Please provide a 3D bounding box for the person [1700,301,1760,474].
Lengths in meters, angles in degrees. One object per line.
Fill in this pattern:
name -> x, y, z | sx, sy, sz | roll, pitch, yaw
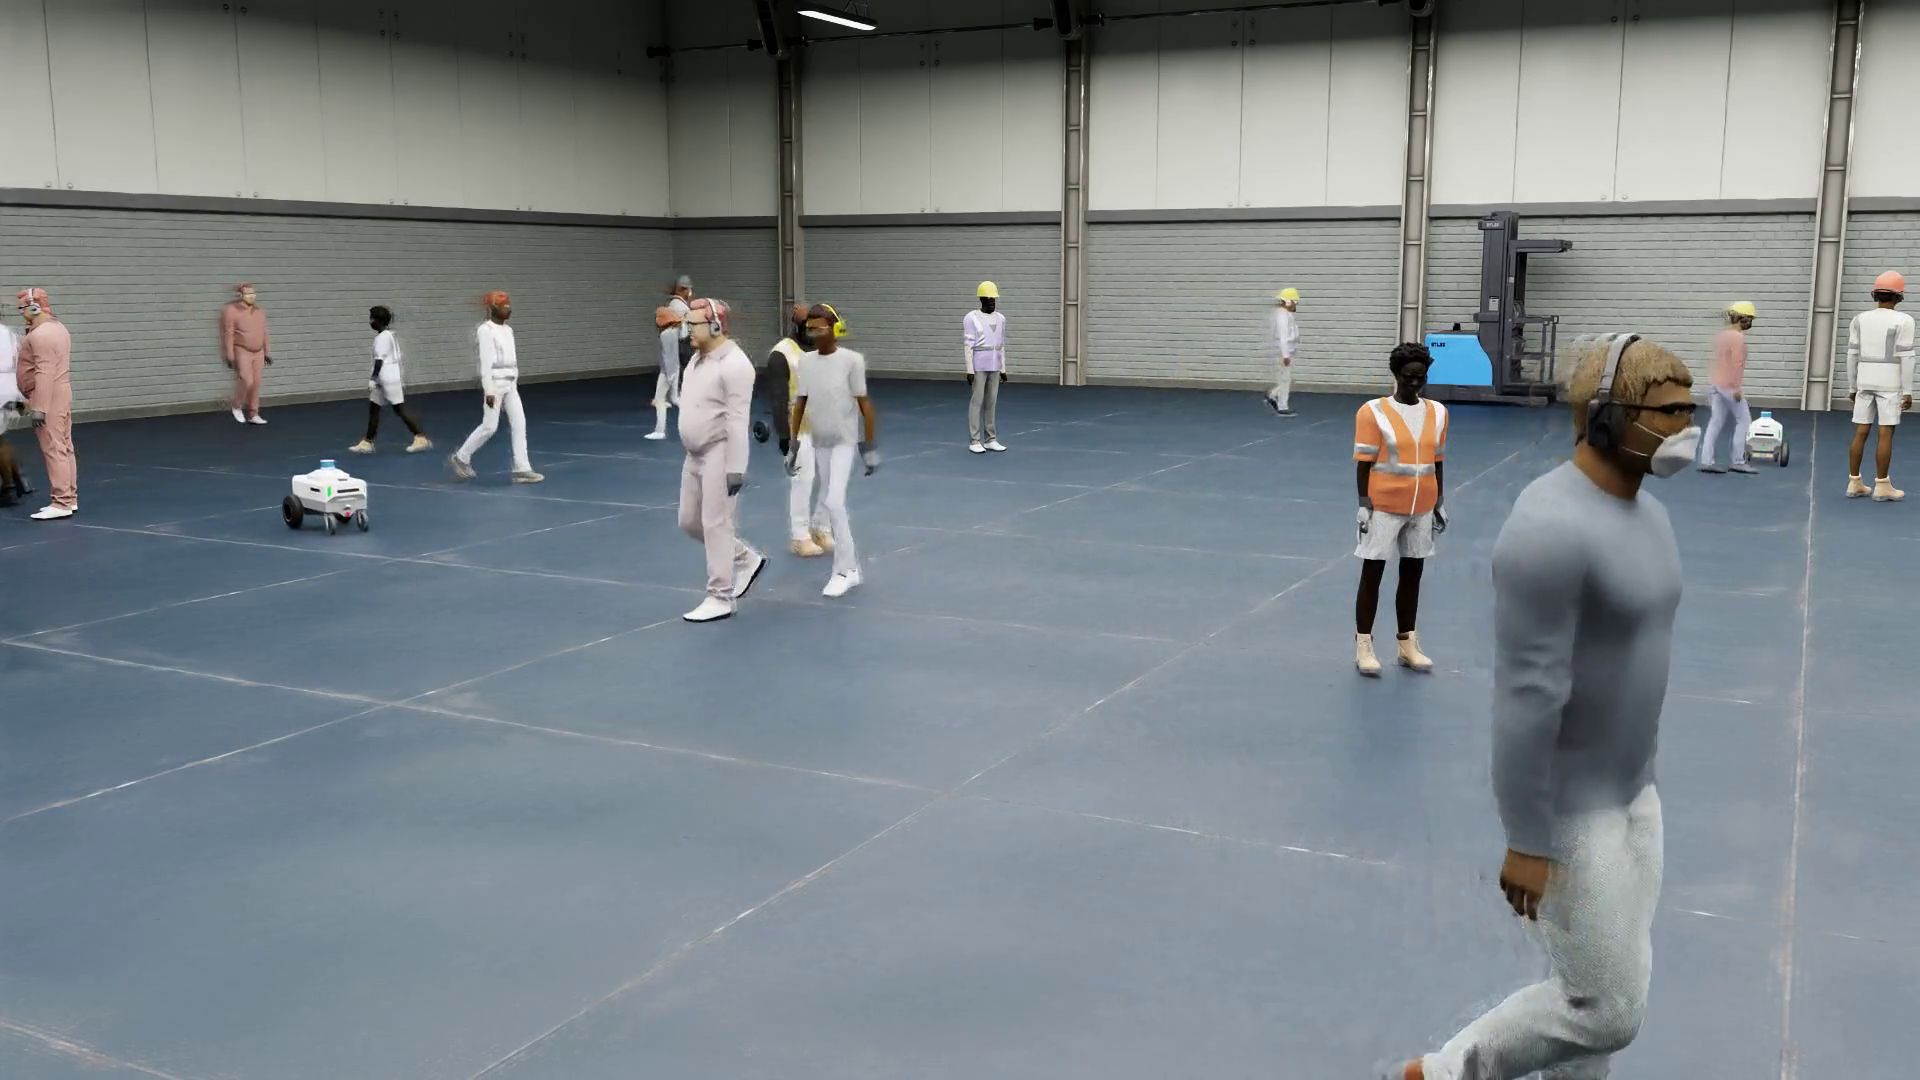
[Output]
person -> 7.834, -1.530, 16.753 | 0.636, 1.743, 0.543 | 1, 9, 8

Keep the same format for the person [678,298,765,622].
person -> -1.416, -0.479, 9.846 | 0.539, 1.893, 0.648 | -7, 11, -36

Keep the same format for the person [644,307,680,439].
person -> -3.502, -2.039, 20.293 | 0.665, 1.609, 0.513 | 1, 9, 9

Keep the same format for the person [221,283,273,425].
person -> -9.477, -2.477, 22.186 | 0.415, 1.891, 0.641 | 4, 10, 25

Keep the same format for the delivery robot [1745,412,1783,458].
delivery robot -> 8.598, -1.126, 17.773 | 0.477, 0.478, 0.707 | 5, 10, 26

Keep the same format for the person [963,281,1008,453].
person -> 0.303, -1.959, 18.849 | 0.588, 1.927, 0.371 | -8, 12, -41

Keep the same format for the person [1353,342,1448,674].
person -> 2.250, -0.164, 8.500 | 0.531, 1.692, 0.320 | -3, 10, -16

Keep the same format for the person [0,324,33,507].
person -> -8.455, -1.249, 14.510 | 0.456, 1.915, 0.583 | 0, 9, 1

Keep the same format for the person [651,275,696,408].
person -> -4.142, -2.948, 24.732 | 1.034, 2.000, 0.694 | -2, 10, -15

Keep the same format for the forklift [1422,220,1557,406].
forklift -> 8.245, -3.527, 25.720 | 1.873, 2.768, 1.129 | 5, 10, 27

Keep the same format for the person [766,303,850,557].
person -> -1.064, -0.792, 11.980 | 0.485, 1.815, 0.665 | 9, 13, 44

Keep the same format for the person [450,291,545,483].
person -> -4.516, -1.482, 16.118 | 0.883, 1.857, 0.579 | 2, 10, 15

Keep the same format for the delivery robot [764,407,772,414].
delivery robot -> -2.077, -1.607, 19.942 | 0.335, 0.223, 0.698 | -8, 12, -42

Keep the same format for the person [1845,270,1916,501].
person -> 8.283, -1.388, 14.951 | 0.357, 2.047, 0.615 | -4, 10, -25

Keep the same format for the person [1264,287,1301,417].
person -> 4.585, -2.641, 23.417 | 0.413, 1.819, 0.594 | 2, 10, 15

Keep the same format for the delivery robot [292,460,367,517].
delivery robot -> -5.038, -0.398, 13.282 | 0.477, 0.478, 0.707 | -9, 13, -44

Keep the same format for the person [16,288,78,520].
person -> -7.595, -1.129, 13.814 | 0.407, 1.903, 0.639 | -3, 10, -16

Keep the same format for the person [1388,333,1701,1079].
person -> 1.259, 0.538, 3.447 | 0.505, 1.927, 0.650 | 8, 12, 40

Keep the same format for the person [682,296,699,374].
person -> -4.454, -3.218, 27.518 | 0.507, 1.631, 0.266 | -2, 10, -15

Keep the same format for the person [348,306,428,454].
person -> -6.430, -1.795, 18.679 | 0.863, 1.655, 0.536 | -3, 10, -18

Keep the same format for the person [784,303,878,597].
person -> -0.856, -0.569, 10.551 | 0.530, 1.833, 0.722 | 6, 11, 32
